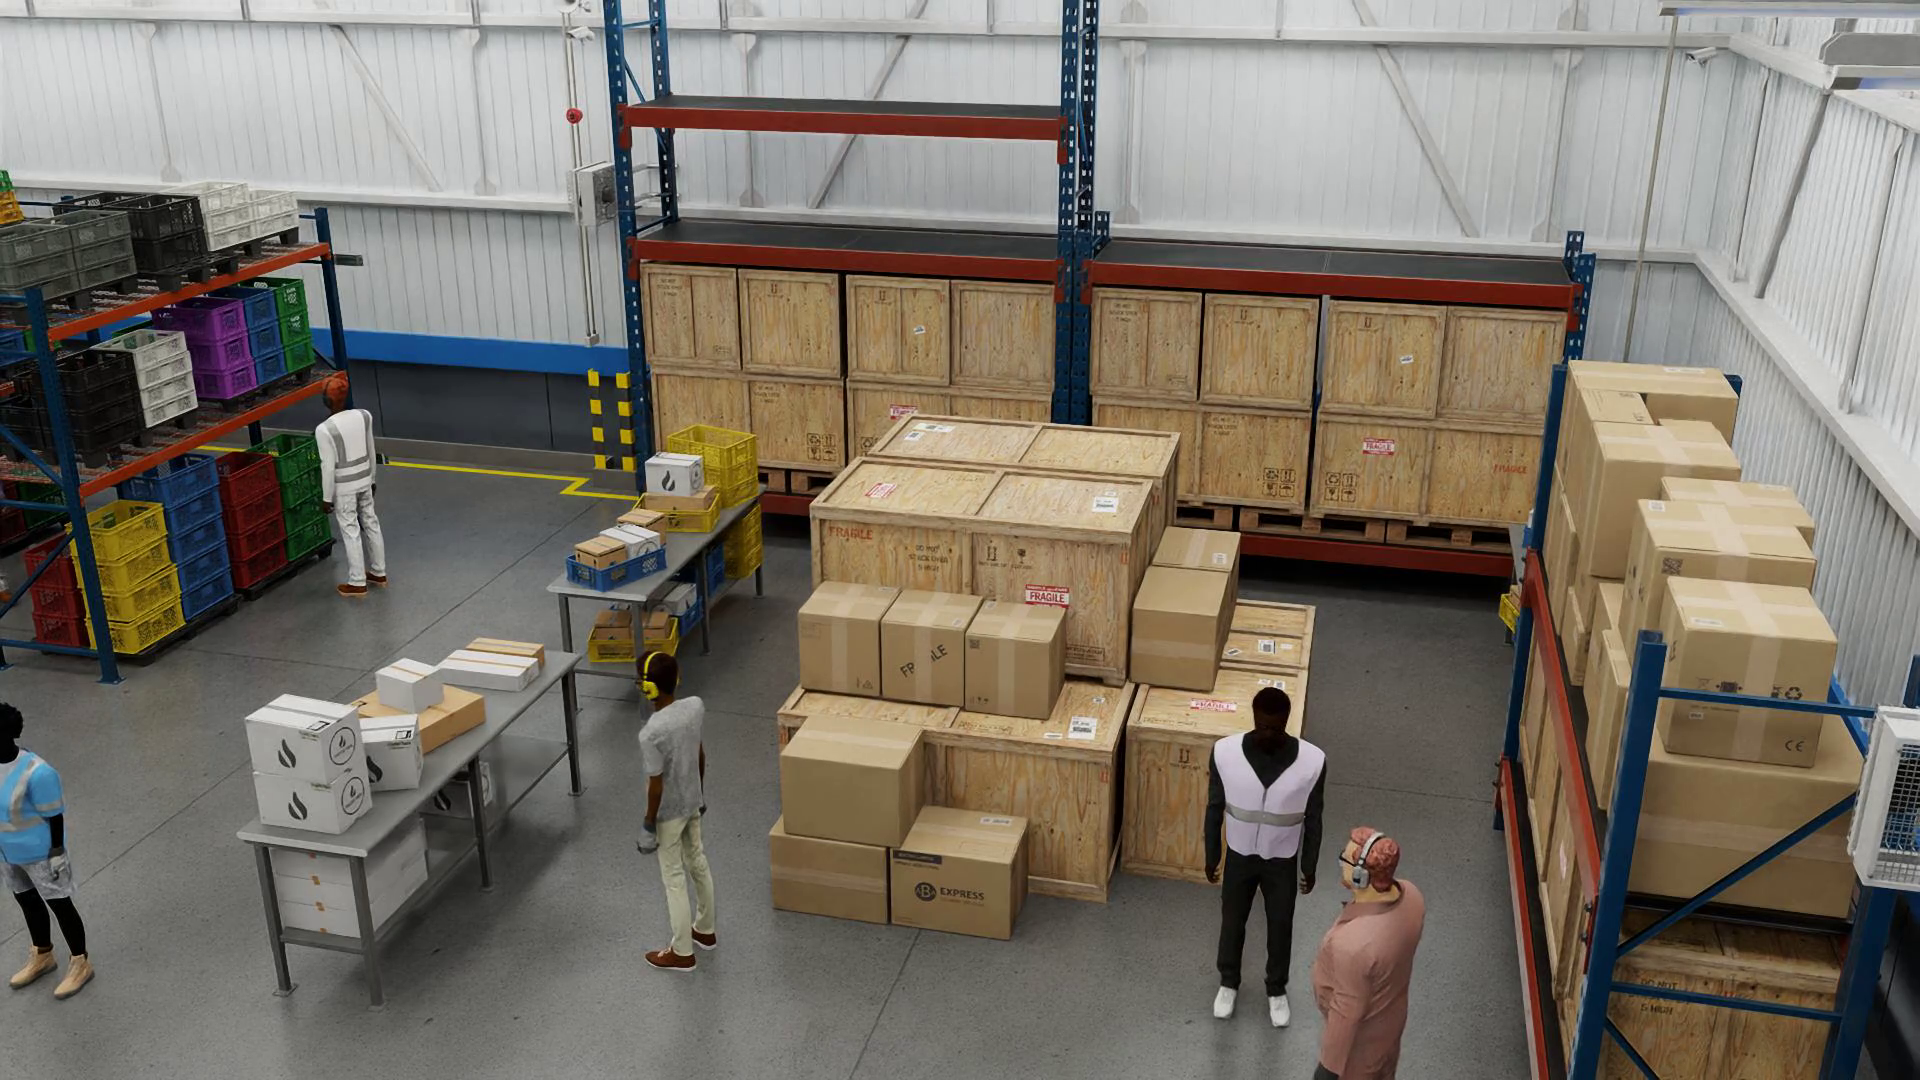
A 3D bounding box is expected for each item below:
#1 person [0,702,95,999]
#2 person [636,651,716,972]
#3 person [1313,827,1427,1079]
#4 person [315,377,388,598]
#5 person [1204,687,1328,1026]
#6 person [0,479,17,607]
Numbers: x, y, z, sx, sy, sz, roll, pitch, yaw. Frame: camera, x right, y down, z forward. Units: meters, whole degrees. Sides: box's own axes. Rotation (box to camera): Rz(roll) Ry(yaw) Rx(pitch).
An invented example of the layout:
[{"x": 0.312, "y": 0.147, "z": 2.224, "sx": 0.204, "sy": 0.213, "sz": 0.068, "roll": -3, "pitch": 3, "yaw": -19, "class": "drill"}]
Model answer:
[{"x": -4.923, "y": 1.625, "z": 8.771, "sx": 0.540, "sy": 1.696, "sz": 0.315, "roll": 8, "pitch": 22, "yaw": 19, "class": "person"}, {"x": -1.555, "y": 1.457, "z": 8.981, "sx": 0.327, "sy": 1.865, "sz": 0.520, "roll": 11, "pitch": 23, "yaw": 26, "class": "person"}, {"x": 1.716, "y": 2.107, "z": 7.220, "sx": 0.400, "sy": 1.910, "sz": 0.643, "roll": 16, "pitch": 26, "yaw": 36, "class": "person"}, {"x": -5.113, "y": -0.444, "z": 13.927, "sx": 0.355, "sy": 1.883, "sz": 0.574, "roll": 10, "pitch": 23, "yaw": 24, "class": "person"}, {"x": 1.548, "y": 1.601, "z": 8.546, "sx": 0.591, "sy": 1.911, "sz": 0.388, "roll": 4, "pitch": 21, "yaw": 11, "class": "person"}, {"x": -8.123, "y": -0.334, "z": 13.563, "sx": 0.353, "sy": 1.937, "sz": 0.635, "roll": 16, "pitch": 26, "yaw": 36, "class": "person"}]
